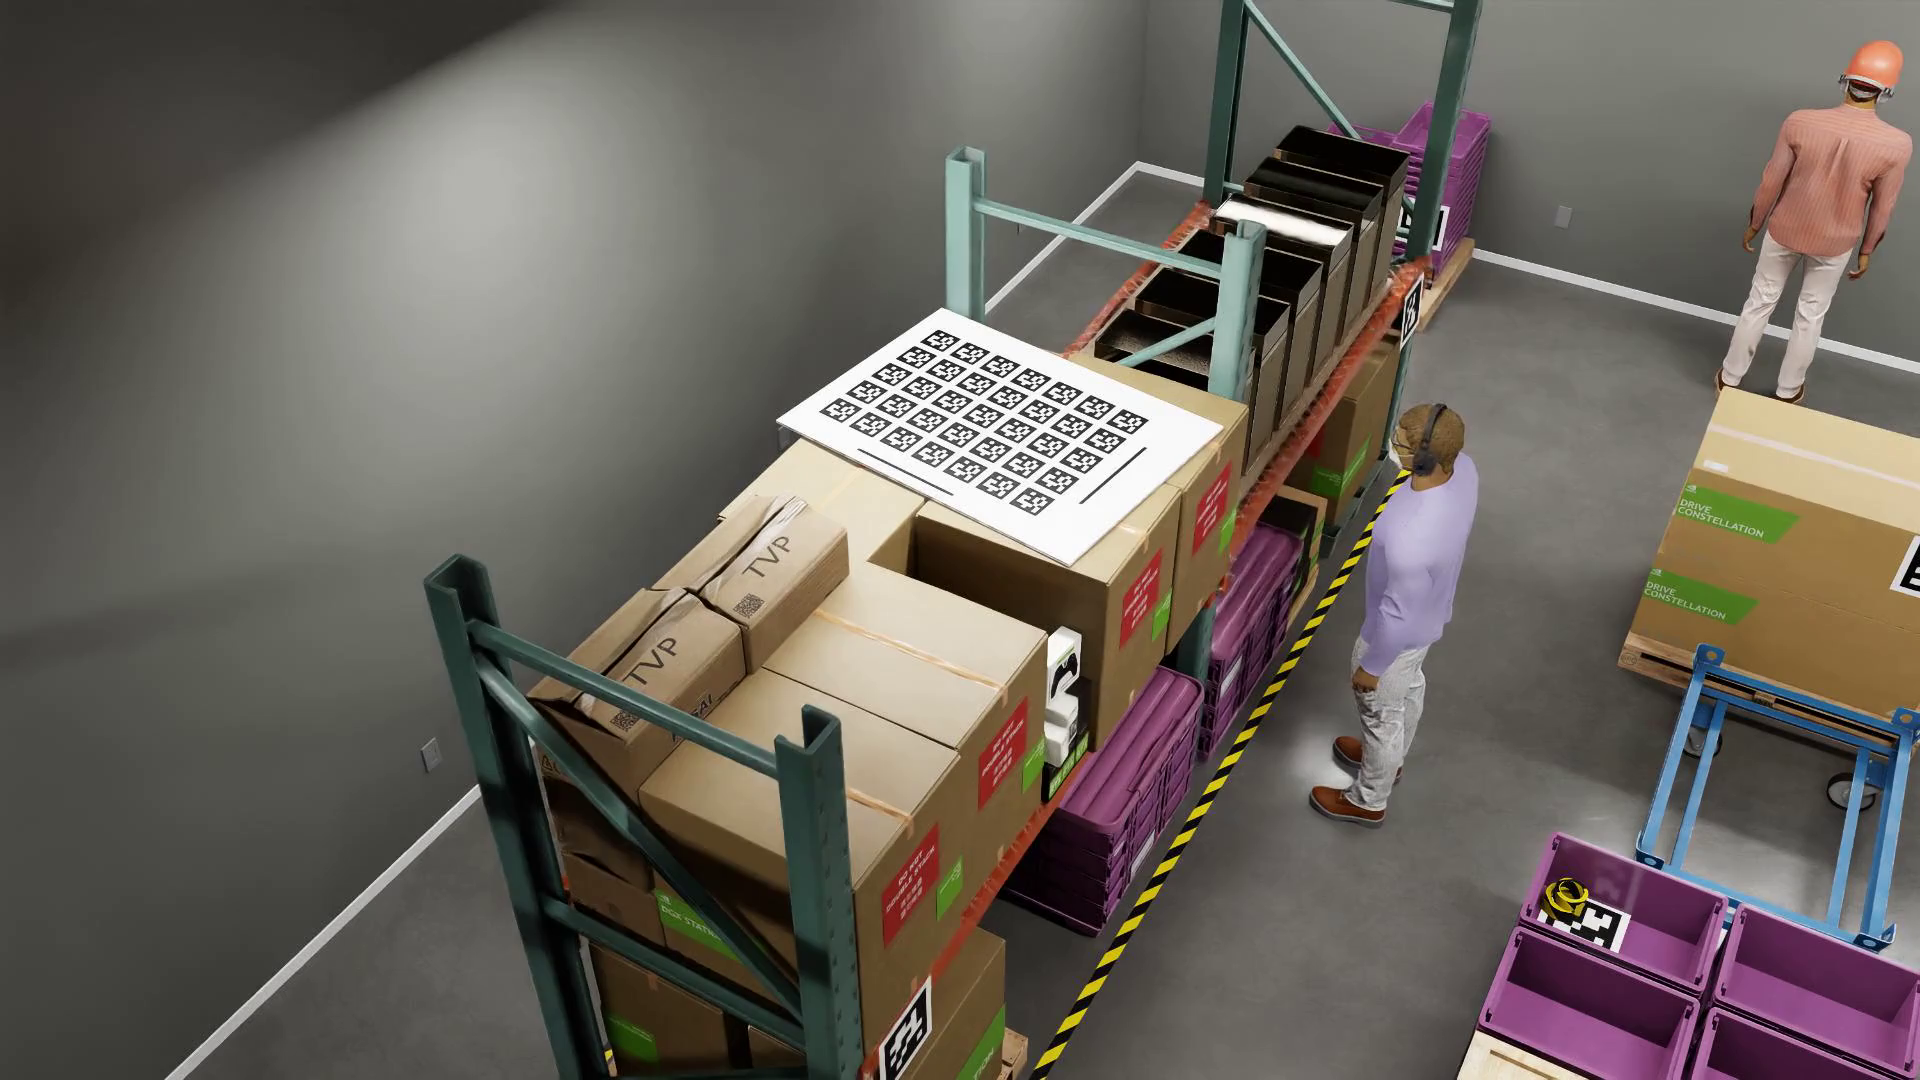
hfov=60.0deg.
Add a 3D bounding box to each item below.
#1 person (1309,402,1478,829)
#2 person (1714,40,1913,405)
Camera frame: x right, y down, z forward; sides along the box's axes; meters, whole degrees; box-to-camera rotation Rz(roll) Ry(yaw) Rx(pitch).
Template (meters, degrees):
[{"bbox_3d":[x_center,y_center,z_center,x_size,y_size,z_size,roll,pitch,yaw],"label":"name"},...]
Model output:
[{"bbox_3d":[1.643,0.302,6.237,0.355,1.936,0.637,20,44,22],"label":"person"},{"bbox_3d":[4.309,-1.554,8.405,0.625,1.992,0.389,20,44,22],"label":"person"}]
